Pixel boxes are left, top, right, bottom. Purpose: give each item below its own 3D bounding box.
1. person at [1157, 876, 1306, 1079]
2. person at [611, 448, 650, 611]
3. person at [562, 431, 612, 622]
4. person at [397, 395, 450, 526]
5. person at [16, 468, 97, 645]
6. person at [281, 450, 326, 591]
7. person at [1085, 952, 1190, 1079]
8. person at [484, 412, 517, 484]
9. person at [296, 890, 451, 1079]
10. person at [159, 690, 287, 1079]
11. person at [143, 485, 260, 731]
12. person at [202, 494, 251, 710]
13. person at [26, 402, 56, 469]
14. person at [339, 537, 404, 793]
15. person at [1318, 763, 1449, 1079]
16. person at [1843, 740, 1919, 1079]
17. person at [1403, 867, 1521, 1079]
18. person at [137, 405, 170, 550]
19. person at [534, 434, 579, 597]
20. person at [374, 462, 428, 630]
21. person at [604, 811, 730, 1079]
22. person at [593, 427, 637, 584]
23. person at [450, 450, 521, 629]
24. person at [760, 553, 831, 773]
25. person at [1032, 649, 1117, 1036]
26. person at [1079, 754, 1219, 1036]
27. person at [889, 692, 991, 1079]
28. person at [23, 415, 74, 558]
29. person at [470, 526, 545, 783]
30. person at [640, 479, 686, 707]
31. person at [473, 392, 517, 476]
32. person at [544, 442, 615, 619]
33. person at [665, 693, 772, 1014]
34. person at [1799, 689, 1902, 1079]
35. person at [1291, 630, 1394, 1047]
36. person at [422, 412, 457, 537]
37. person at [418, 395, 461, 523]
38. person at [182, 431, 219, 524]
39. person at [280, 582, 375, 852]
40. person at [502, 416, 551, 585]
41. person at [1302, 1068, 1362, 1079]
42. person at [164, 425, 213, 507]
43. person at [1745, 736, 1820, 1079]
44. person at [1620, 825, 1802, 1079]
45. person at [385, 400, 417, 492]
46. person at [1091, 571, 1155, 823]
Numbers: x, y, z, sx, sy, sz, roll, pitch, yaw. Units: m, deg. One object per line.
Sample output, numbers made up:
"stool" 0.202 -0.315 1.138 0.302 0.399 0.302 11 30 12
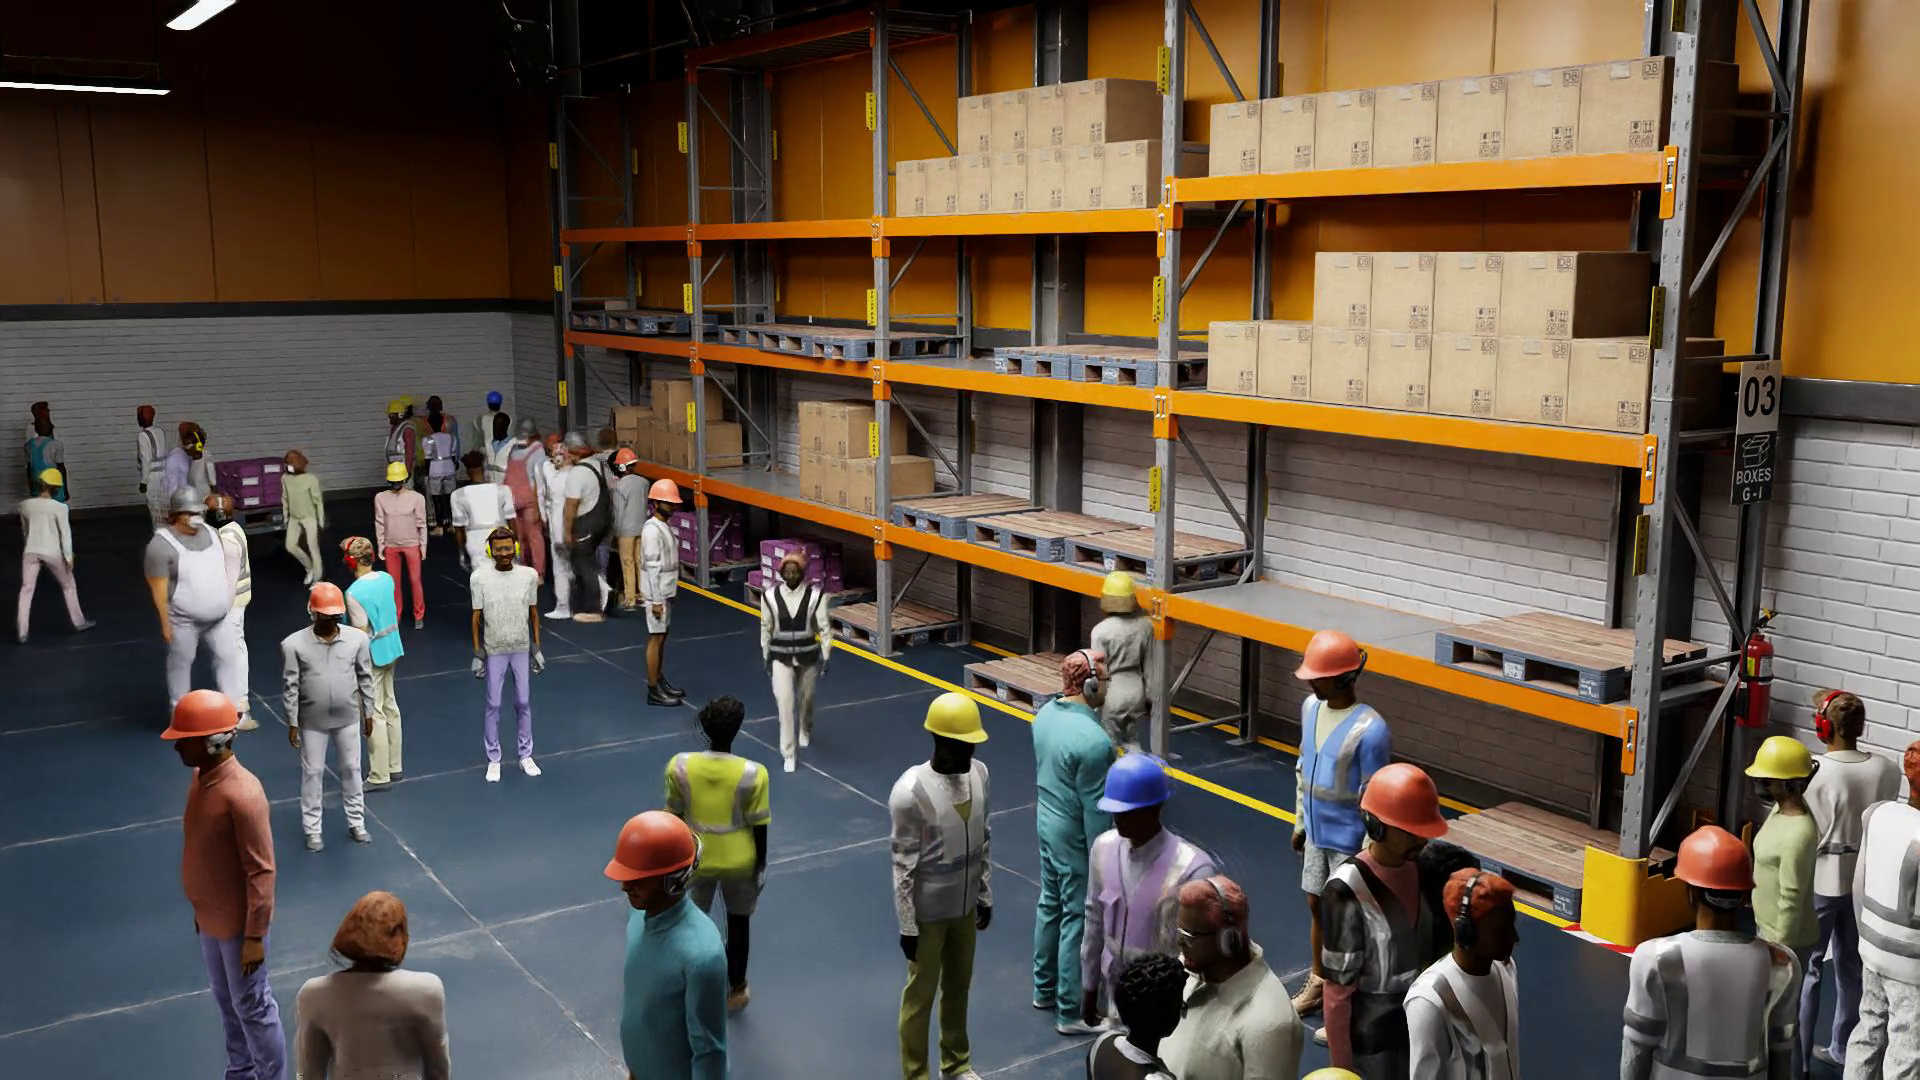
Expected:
"person" 0.804 1.974 5.265 0.399 1.897 0.649 -3 10 -19
"person" -3.571 -0.116 17.937 0.324 1.752 0.560 4 11 24
"person" -3.930 -0.168 17.407 0.546 2.000 0.799 3 10 17
"person" -7.720 -1.109 23.444 1.014 1.853 0.611 -1 10 -6
"person" -9.094 0.151 16.559 0.552 1.694 0.806 0 10 2
"person" -7.480 -0.223 18.947 0.589 1.610 0.365 2 10 13
"person" 0.551 2.097 5.148 0.320 1.691 0.539 -3 10 -19
"person" -5.560 -0.605 20.320 0.592 1.922 0.392 5 11 27
"person" -2.046 2.022 5.829 0.508 1.609 0.439 0 10 -3
"person" -3.145 1.606 7.123 0.395 1.992 0.622 -9 13 -44
"person" -5.974 0.559 13.136 0.842 2.000 0.714 5 11 28
"person" -6.155 0.524 13.924 0.429 1.846 0.627 -4 11 -23
"person" -12.421 -0.950 22.555 0.565 1.850 0.390 7 12 34
"person" -4.173 0.883 11.827 0.391 1.838 0.563 1 10 6
"person" 1.549 1.778 6.032 0.614 2.030 0.409 -9 13 -43
"person" 3.840 1.725 6.751 0.337 1.882 0.584 0 10 -2
"person" 1.619 1.967 5.335 0.355 1.884 0.576 8 13 40
"person" -10.506 -0.814 21.653 0.337 1.882 0.584 0 10 0
"person" -4.460 -0.273 18.663 0.594 1.823 1.024 -2 10 -13
"person" -5.667 0.068 16.889 0.518 1.752 0.373 0 10 -2
"person" -0.986 1.866 5.645 0.407 1.987 0.620 -6 11 -30
"person" -4.042 -0.395 19.367 0.515 1.827 0.366 0 10 3
"person" -4.681 0.073 16.394 0.604 1.898 0.959 -6 11 -30
"person" -1.239 0.873 12.555 0.522 1.614 0.770 -1 10 -5
"person" 0.593 1.472 8.216 0.394 1.899 0.642 -4 10 -21
"person" 0.715 1.758 6.409 0.446 1.931 0.647 -8 13 -40
"person" -0.053 1.603 7.374 0.395 1.918 0.589 9 13 42
"person" -11.429 -0.647 20.835 0.504 1.838 0.338 1 10 4
"person" -3.292 0.820 12.108 0.531 1.871 0.322 -5 11 -26
"person" -2.522 0.439 14.156 0.376 1.934 0.547 0 10 0
"person" -6.568 -1.143 23.541 0.620 1.896 0.976 -2 10 -10
"person" -4.018 -0.088 17.390 0.682 1.883 0.655 4 11 24
"person" -1.190 1.590 8.139 0.546 1.678 0.636 1 10 6
"person" 4.003 1.600 7.628 0.563 1.838 0.388 -2 10 -9
"person" 1.801 1.430 8.048 0.404 2.034 0.609 -4 11 -24
"person" -7.082 -0.894 22.669 0.322 1.698 0.533 7 12 36
"person" -7.432 -1.137 23.681 0.640 1.842 0.429 -3 10 -18
"person" -8.514 -0.299 18.687 0.534 1.864 0.310 7 12 37
"person" -4.038 1.127 10.682 0.569 1.744 0.355 -6 11 -32
"person" -4.990 -0.469 19.173 0.732 2.000 0.546 9 13 43
"person" 0.936 2.204 4.373 0.321 1.738 0.484 2 10 9
"person" -8.649 -0.351 18.895 0.908 1.888 0.650 5 11 27
"person" 3.542 1.707 7.228 0.340 1.762 0.527 4 10 21
"person" 2.478 1.903 5.578 0.544 1.930 0.387 1 10 5
"person" -7.793 -1.048 23.201 0.403 1.826 0.592 -8 13 -40
"person" 1.089 1.065 11.073 0.495 1.724 0.462 -5 11 -29
